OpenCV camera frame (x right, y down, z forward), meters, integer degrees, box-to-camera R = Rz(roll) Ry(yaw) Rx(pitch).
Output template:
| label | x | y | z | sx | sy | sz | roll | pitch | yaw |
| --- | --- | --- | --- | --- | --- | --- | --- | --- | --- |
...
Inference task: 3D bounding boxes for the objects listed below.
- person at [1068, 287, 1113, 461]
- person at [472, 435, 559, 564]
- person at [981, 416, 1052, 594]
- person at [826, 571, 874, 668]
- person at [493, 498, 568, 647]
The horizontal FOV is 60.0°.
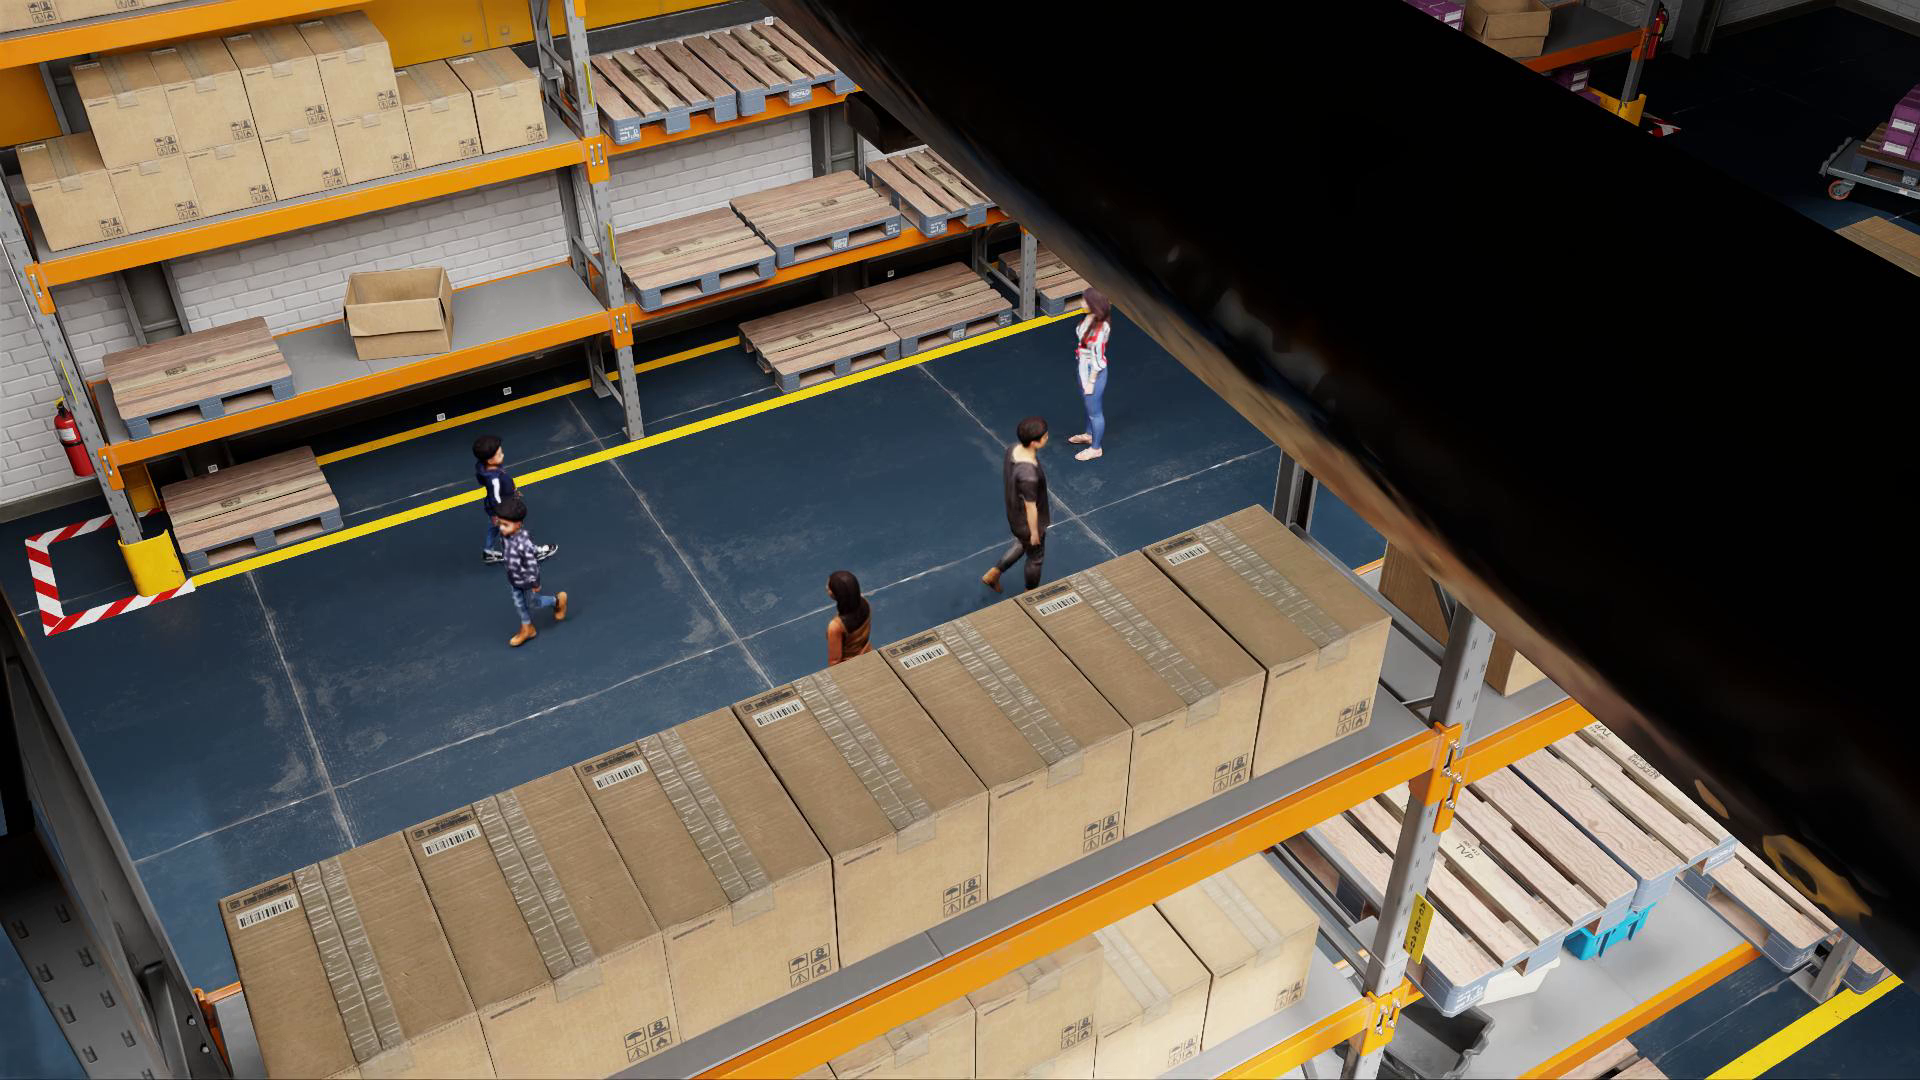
| label | x | y | z | sx | sy | sz | roll | pitch | yaw |
| --- | --- | --- | --- | --- | --- | --- | --- | --- | --- |
| person | 1.103 | -1.402 | 13.806 | 0.631 | 1.613 | 0.654 | -5 | 39 | -6 |
| person | -3.586 | -0.279 | 12.734 | 0.862 | 1.194 | 0.652 | -10 | 40 | -13 |
| person | 0.429 | -0.192 | 12.218 | 0.891 | 1.703 | 0.757 | -10 | 40 | -12 |
| person | -0.700 | 0.868 | 10.907 | 0.707 | 1.684 | 0.608 | 19 | 42 | 23 |
| person | -3.138 | 0.207 | 12.091 | 0.658 | 1.239 | 0.810 | 26 | 45 | 29 |
